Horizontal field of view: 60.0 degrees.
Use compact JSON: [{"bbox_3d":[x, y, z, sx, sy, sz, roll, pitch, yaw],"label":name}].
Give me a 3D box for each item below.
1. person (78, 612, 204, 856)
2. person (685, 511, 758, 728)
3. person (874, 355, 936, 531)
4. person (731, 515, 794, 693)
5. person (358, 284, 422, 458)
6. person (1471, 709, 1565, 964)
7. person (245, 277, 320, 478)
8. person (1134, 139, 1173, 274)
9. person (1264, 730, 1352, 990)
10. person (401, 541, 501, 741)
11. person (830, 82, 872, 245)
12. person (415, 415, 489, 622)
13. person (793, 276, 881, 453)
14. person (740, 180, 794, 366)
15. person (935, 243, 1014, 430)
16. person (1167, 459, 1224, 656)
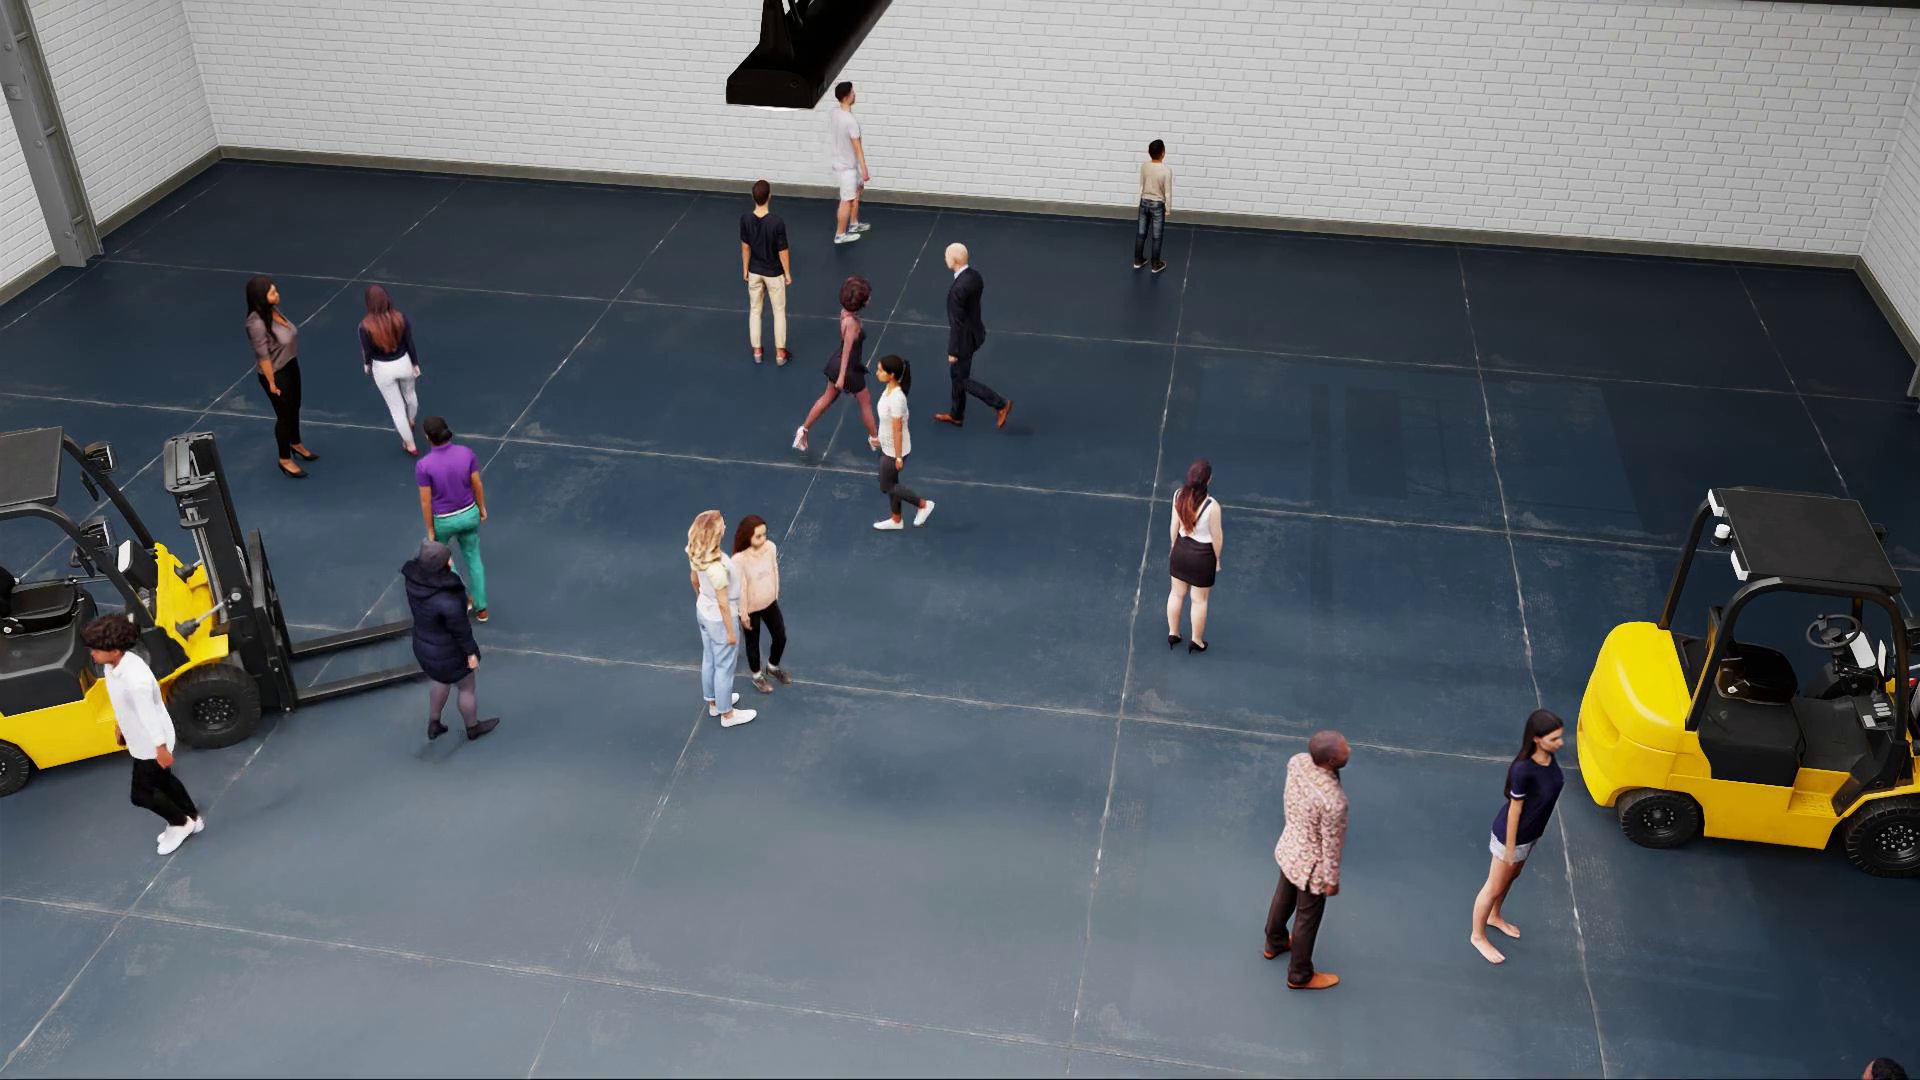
[{"bbox_3d":[-5.072,1.198,10.523,0.812,1.797,0.770,-27,42,-34],"label":"person"},{"bbox_3d":[-1.695,0.548,11.565,0.762,1.726,0.702,-21,39,-28],"label":"person"},{"bbox_3d":[-0.451,-0.772,13.633,0.750,1.635,0.752,-3,34,-5],"label":"person"},{"bbox_3d":[-1.493,0.436,11.959,0.655,1.477,0.731,-25,41,-33],"label":"person"},{"bbox_3d":[-4.998,-1.469,14.731,0.945,1.580,1.008,-21,39,-28],"label":"person"},{"bbox_3d":[3.277,1.708,9.784,0.722,1.766,0.621,26,41,33],"label":"person"},{"bbox_3d":[-5.919,-1.425,14.430,0.750,1.840,0.596,-1,34,-1],"label":"person"},{"bbox_3d":[2.090,-3.639,18.105,0.594,1.460,0.592,17,37,24],"label":"person"},{"bbox_3d":[2.002,1.820,9.578,0.836,1.808,0.707,-10,35,-14],"label":"person"},{"bbox_3d":[-3.559,0.729,11.345,0.832,1.669,0.882,23,40,31],"label":"person"},{"bbox_3d":[-1.349,-4.193,18.595,0.944,1.839,0.879,-16,37,-23],"label":"person"},{"bbox_3d":[-3.777,-0.112,12.532,0.787,1.755,0.849,-22,39,-29],"label":"person"},{"bbox_3d":[-1.084,-1.463,14.579,0.951,1.738,1.158,-9,35,-13],"label":"person"},{"bbox_3d":[-1.886,-2.597,16.182,0.634,1.854,0.548,7,34,11],"label":"person"},{"bbox_3d":[0.125,-1.794,15.051,0.872,1.767,0.972,7,34,10],"label":"person"},{"bbox_3d":[1.721,0.127,12.269,0.619,1.649,0.618,19,38,26],"label":"person"}]
